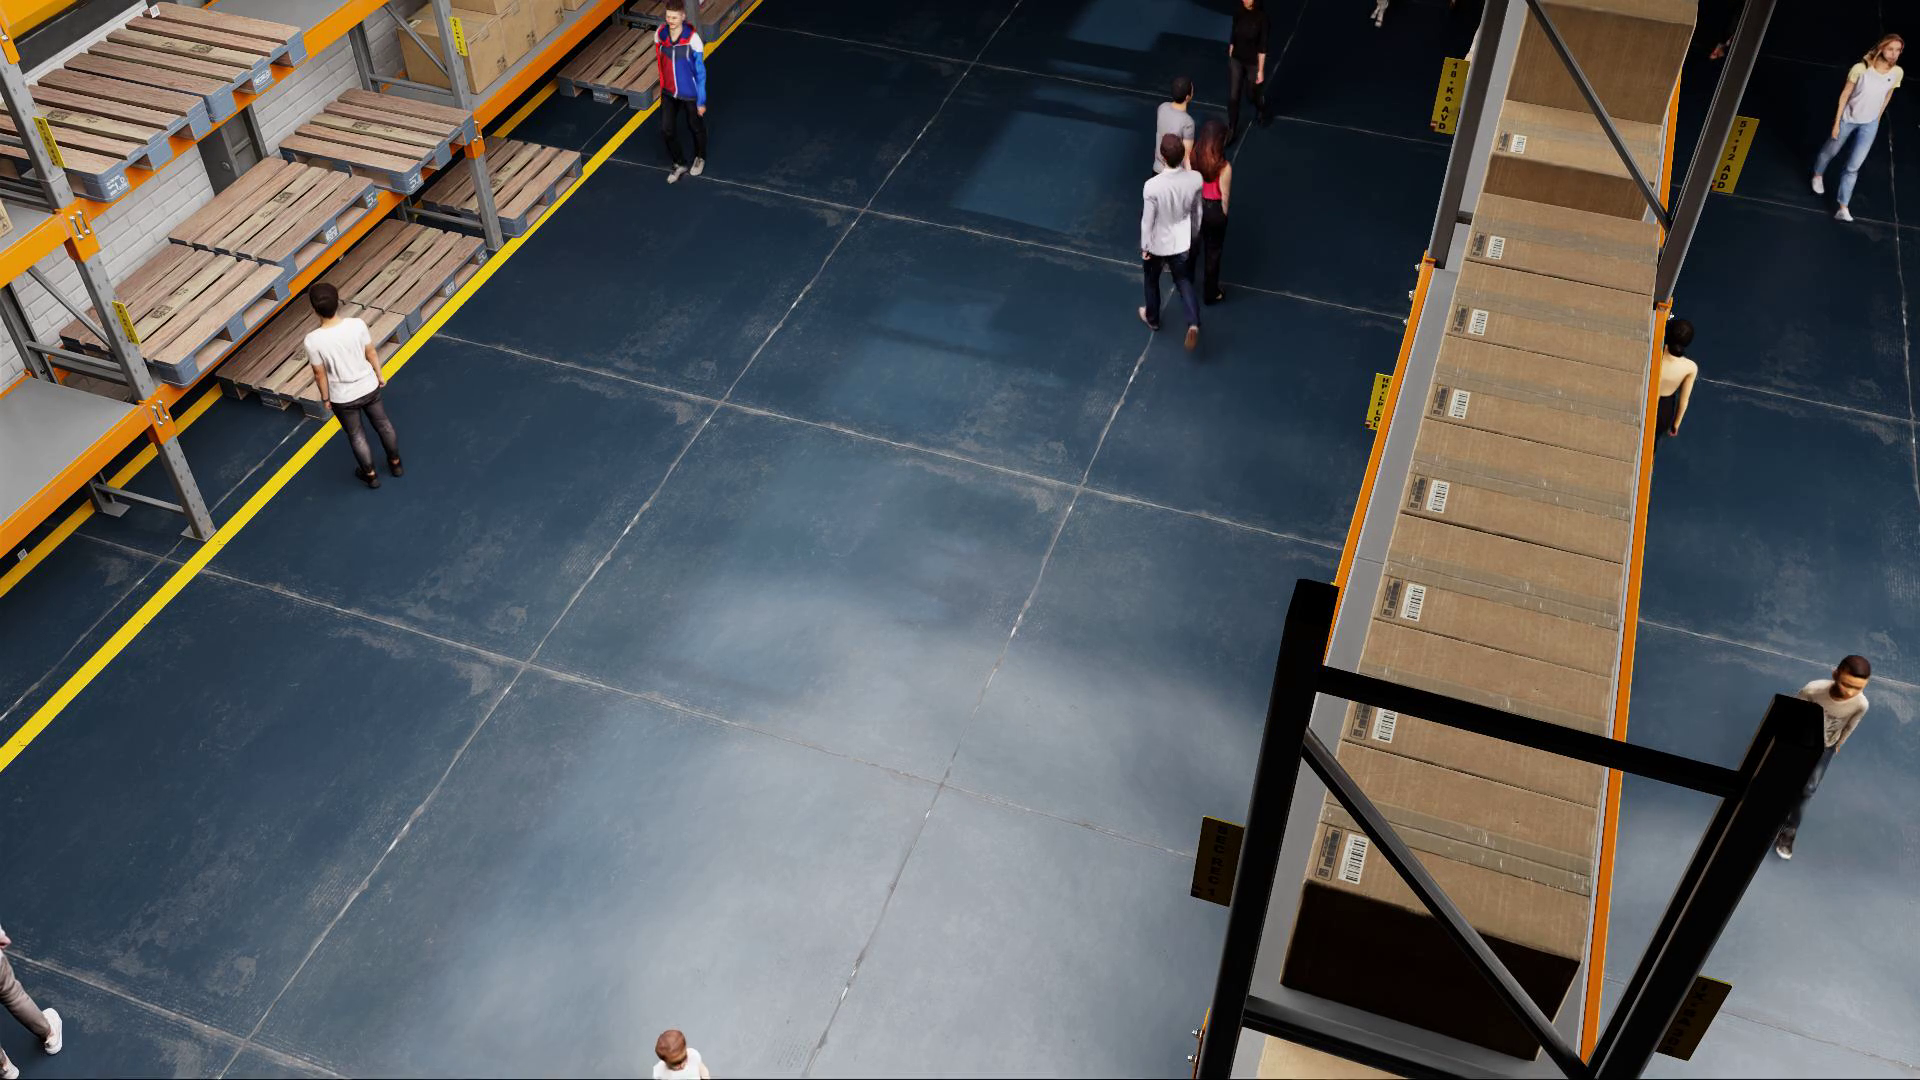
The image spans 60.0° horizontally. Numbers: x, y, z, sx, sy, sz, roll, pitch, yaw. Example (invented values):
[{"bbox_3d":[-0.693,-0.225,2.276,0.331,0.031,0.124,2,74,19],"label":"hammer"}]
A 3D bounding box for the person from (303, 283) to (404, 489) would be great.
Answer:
[{"bbox_3d":[-4.418,-1.119,12.077,0.647,1.721,0.765,-29,51,-27],"label":"person"}]

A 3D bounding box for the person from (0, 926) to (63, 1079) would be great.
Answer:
[{"bbox_3d":[-5.162,2.168,8.543,0.672,1.838,0.805,-30,51,-28],"label":"person"}]

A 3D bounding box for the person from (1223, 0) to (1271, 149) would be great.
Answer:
[{"bbox_3d":[2.754,-4.533,15.729,0.699,1.627,0.954,25,49,24],"label":"person"}]

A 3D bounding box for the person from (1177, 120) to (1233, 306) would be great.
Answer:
[{"bbox_3d":[2.046,-2.716,13.798,0.654,1.661,0.628,29,51,27],"label":"person"}]

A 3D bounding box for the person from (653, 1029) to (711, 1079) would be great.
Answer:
[{"bbox_3d":[-1.429,2.783,8.501,0.710,1.005,0.723,-25,49,-24],"label":"person"}]

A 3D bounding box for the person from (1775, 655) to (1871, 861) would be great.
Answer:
[{"bbox_3d":[5.064,1.126,9.928,0.580,1.435,0.892,18,46,18],"label":"person"}]

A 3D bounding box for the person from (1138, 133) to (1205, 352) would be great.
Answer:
[{"bbox_3d":[1.693,-2.335,13.277,1.049,1.827,1.180,-10,45,-10],"label":"person"}]

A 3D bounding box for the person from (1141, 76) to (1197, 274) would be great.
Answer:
[{"bbox_3d":[1.797,-3.125,14.161,0.702,1.752,0.686,-27,50,-26],"label":"person"}]

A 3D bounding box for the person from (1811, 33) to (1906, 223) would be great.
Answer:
[{"bbox_3d":[7.969,-3.769,14.900,0.801,1.665,1.185,6,44,6],"label":"person"}]

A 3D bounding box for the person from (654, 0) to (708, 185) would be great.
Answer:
[{"bbox_3d":[-2.507,-4.165,15.262,0.671,1.739,0.726,12,45,12],"label":"person"}]
